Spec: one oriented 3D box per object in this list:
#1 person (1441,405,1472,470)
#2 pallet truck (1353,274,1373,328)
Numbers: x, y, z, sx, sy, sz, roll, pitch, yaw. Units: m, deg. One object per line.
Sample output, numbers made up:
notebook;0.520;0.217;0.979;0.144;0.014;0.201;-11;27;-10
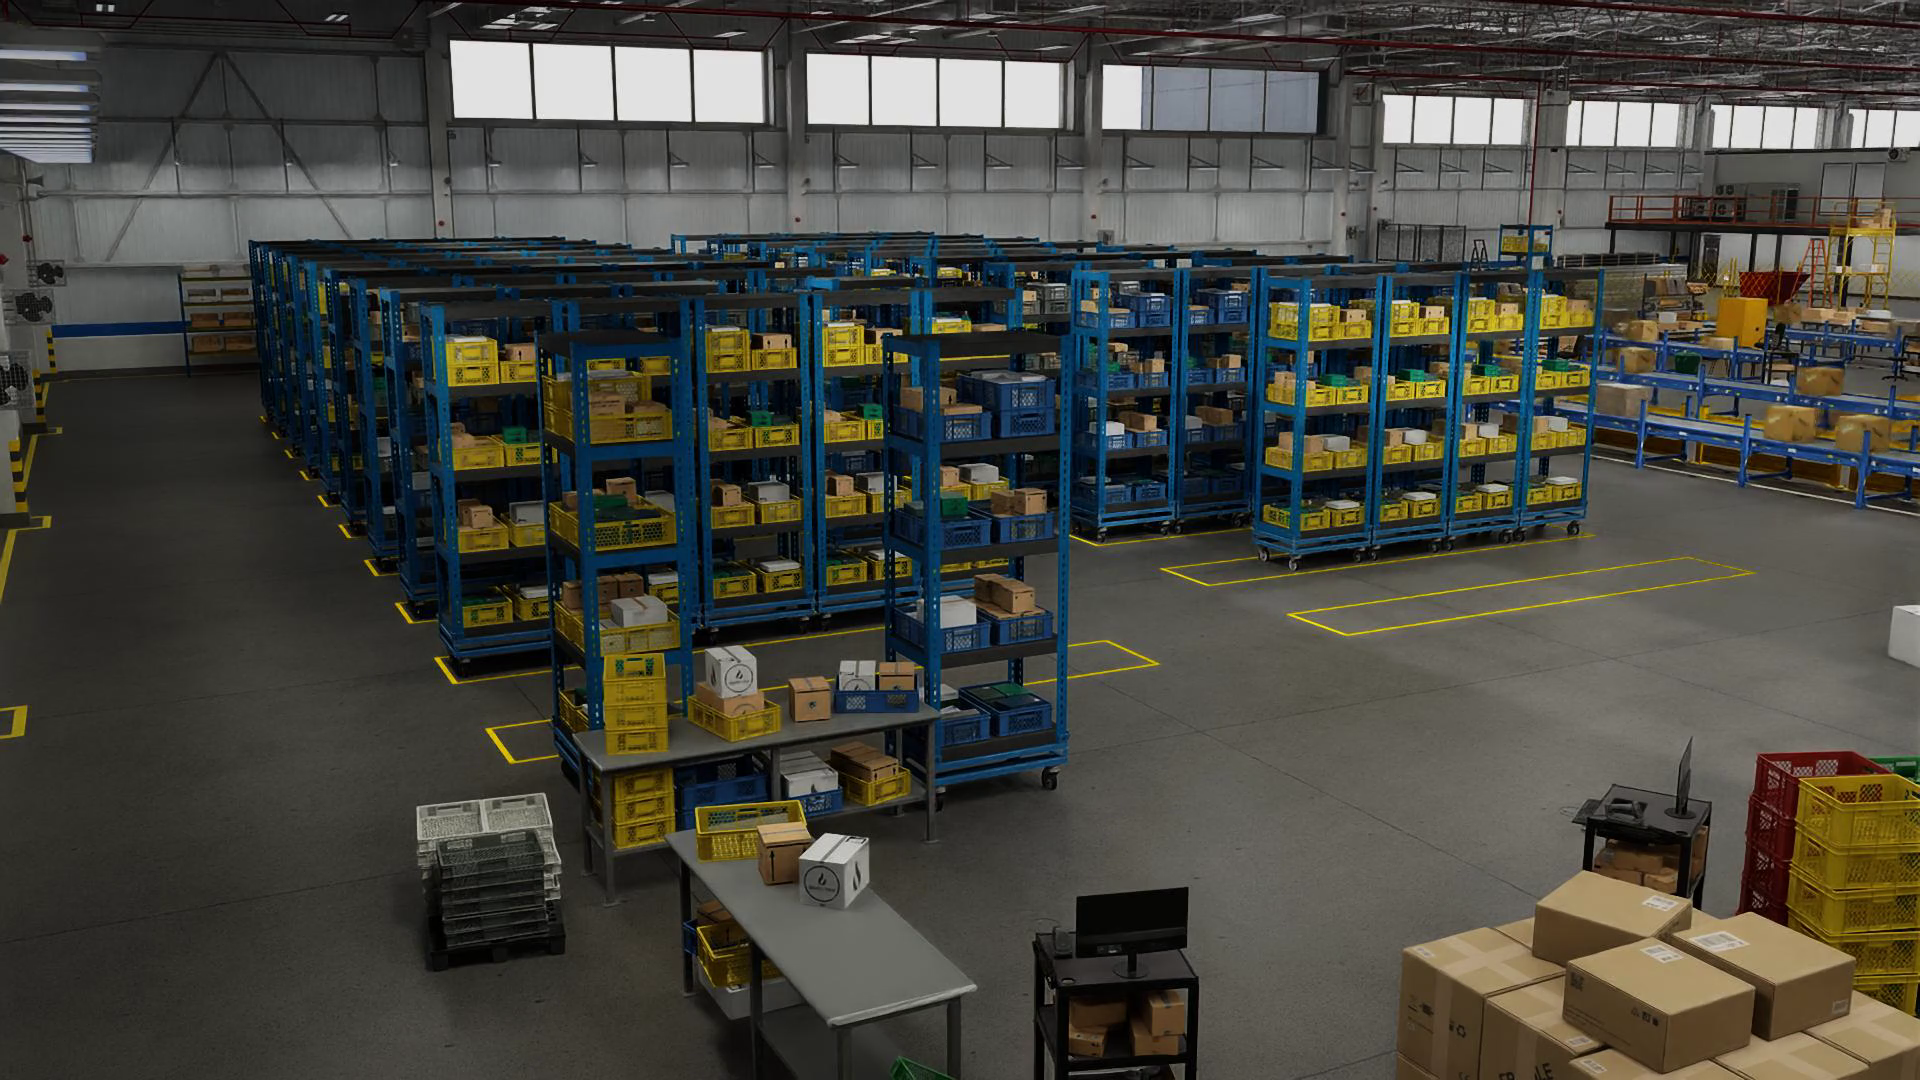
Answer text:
person;8.174;-2.042;27.631;0.911;1.786;0.618;11;16;42
pallet truck;13.011;-8.050;55.243;0.823;1.965;1.885;-7;14;-28
